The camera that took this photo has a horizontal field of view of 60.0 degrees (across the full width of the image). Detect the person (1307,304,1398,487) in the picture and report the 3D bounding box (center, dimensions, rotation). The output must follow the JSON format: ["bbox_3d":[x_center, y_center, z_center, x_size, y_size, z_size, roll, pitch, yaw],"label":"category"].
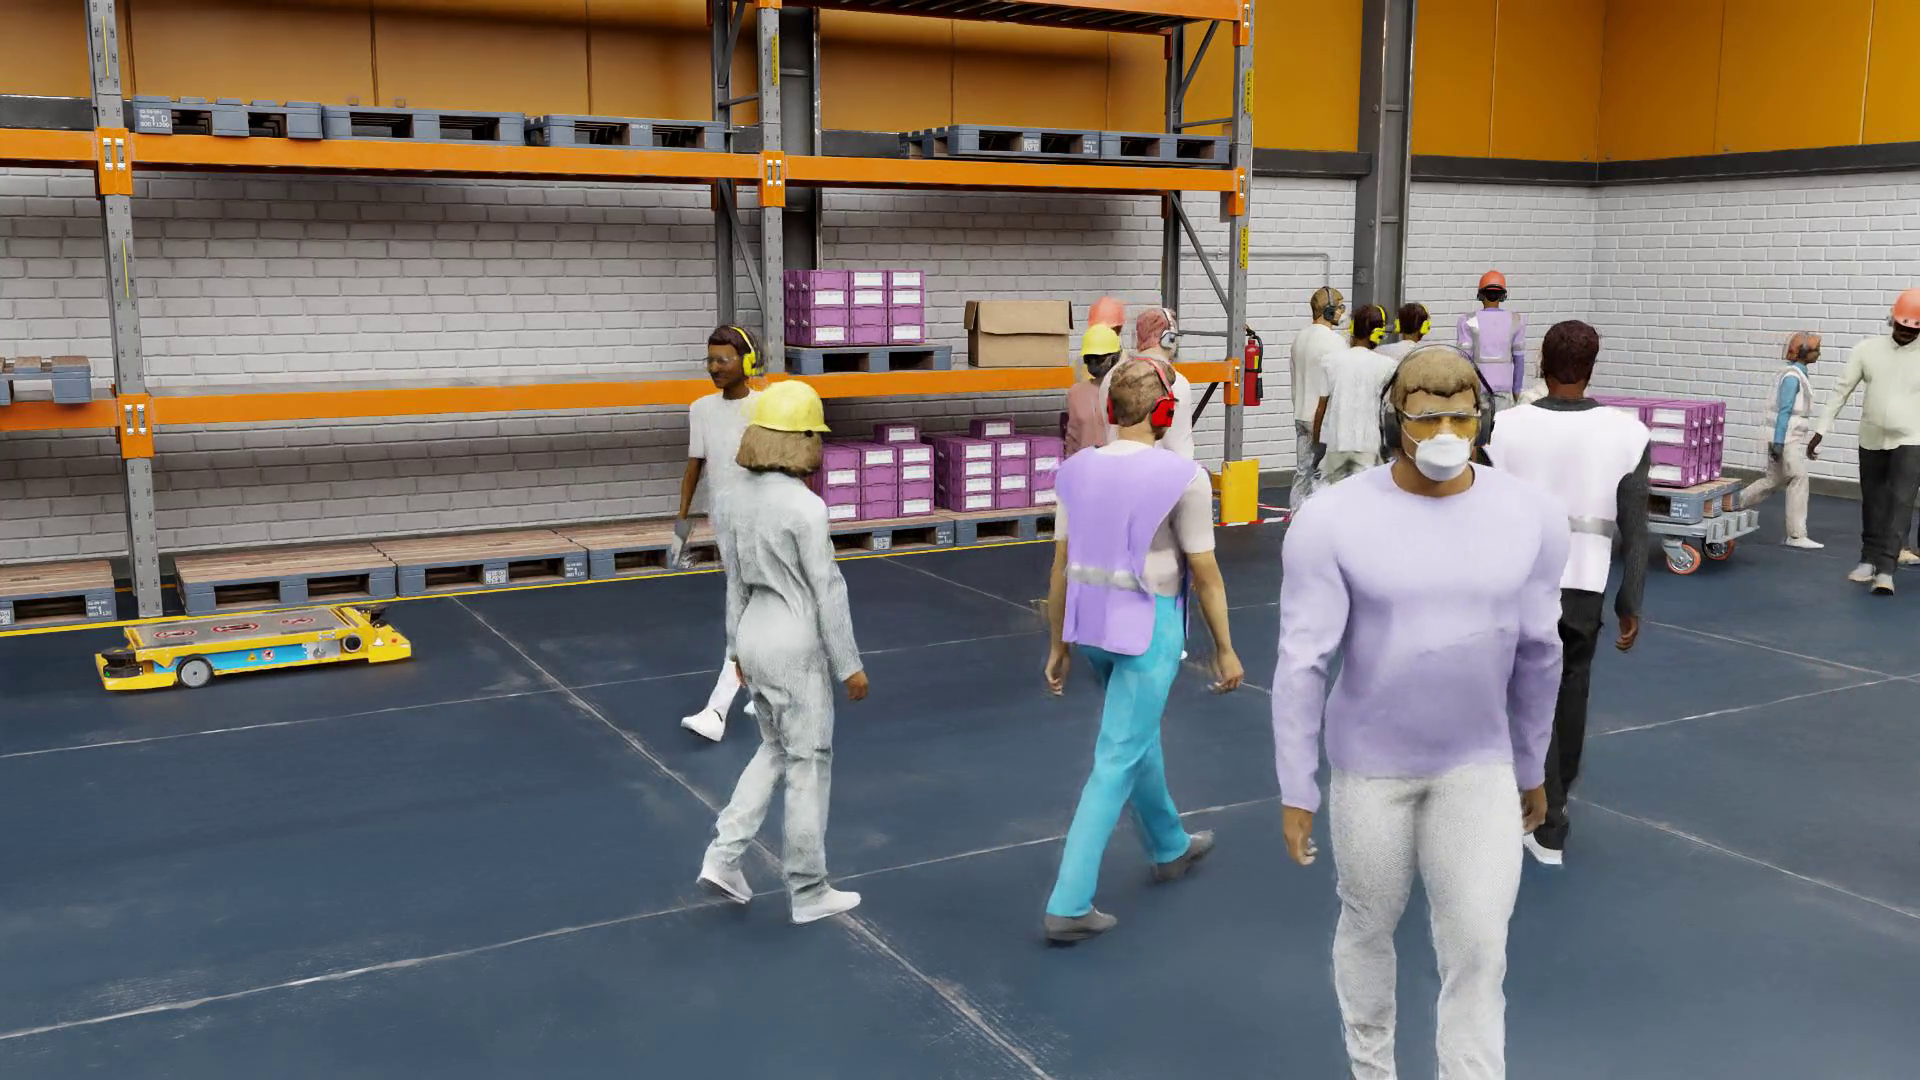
[{"bbox_3d":[2.465,-0.549,10.427,0.544,1.839,0.389,4,10,25],"label":"person"}]

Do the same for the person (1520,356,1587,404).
[{"bbox_3d":[3.681,-0.447,10.519,0.548,1.604,0.746,-4,10,-25],"label":"person"}]

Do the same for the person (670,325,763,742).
[{"bbox_3d":[-1.023,-0.040,7.424,0.568,1.809,1.001,4,10,25],"label":"person"}]

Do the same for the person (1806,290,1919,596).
[{"bbox_3d":[5.902,-0.632,10.676,0.773,1.915,0.956,9,13,42],"label":"person"}]

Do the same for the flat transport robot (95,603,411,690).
[{"bbox_3d":[-3.650,0.535,8.597,1.431,0.197,0.652,-6,11,-31],"label":"flat transport robot"}]

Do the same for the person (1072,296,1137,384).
[{"bbox_3d":[0.984,-0.603,10.619,0.550,1.902,0.941,5,11,29],"label":"person"}]

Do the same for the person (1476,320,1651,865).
[{"bbox_3d":[2.123,0.155,6.020,0.585,1.878,0.887,1,9,8],"label":"person"}]

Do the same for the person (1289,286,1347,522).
[{"bbox_3d":[2.545,-0.811,11.732,0.372,1.940,0.630,-3,10,-17],"label":"person"}]

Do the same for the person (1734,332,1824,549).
[{"bbox_3d":[6.067,-0.756,12.407,0.729,1.603,0.522,5,11,29],"label":"person"}]

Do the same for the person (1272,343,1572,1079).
[{"bbox_3d":[1.007,0.538,3.612,0.653,1.898,0.937,1,9,4],"label":"person"}]

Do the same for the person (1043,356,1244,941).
[{"bbox_3d":[0.566,0.321,5.281,0.985,1.792,0.571,-8,12,-41],"label":"person"}]

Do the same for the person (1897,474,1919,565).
[{"bbox_3d":[6.785,-0.744,11.604,0.517,1.843,0.325,-2,10,-12],"label":"person"}]

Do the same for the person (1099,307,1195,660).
[{"bbox_3d":[0.928,-0.244,8.487,0.658,1.877,0.654,-6,11,-31],"label":"person"}]

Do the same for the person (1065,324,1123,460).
[{"bbox_3d":[0.794,-0.329,9.352,0.533,1.749,0.448,6,11,31],"label":"person"}]

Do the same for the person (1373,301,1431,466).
[{"bbox_3d":[2.994,-0.706,11.397,0.555,1.840,0.596,5,10,27],"label":"person"}]

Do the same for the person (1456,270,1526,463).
[{"bbox_3d":[4.699,-1.372,14.830,0.612,2.041,0.394,0,9,2],"label":"person"}]

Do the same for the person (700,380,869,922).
[{"bbox_3d":[-0.535,0.364,5.206,0.438,1.728,0.495,-7,12,-38],"label":"person"}]
